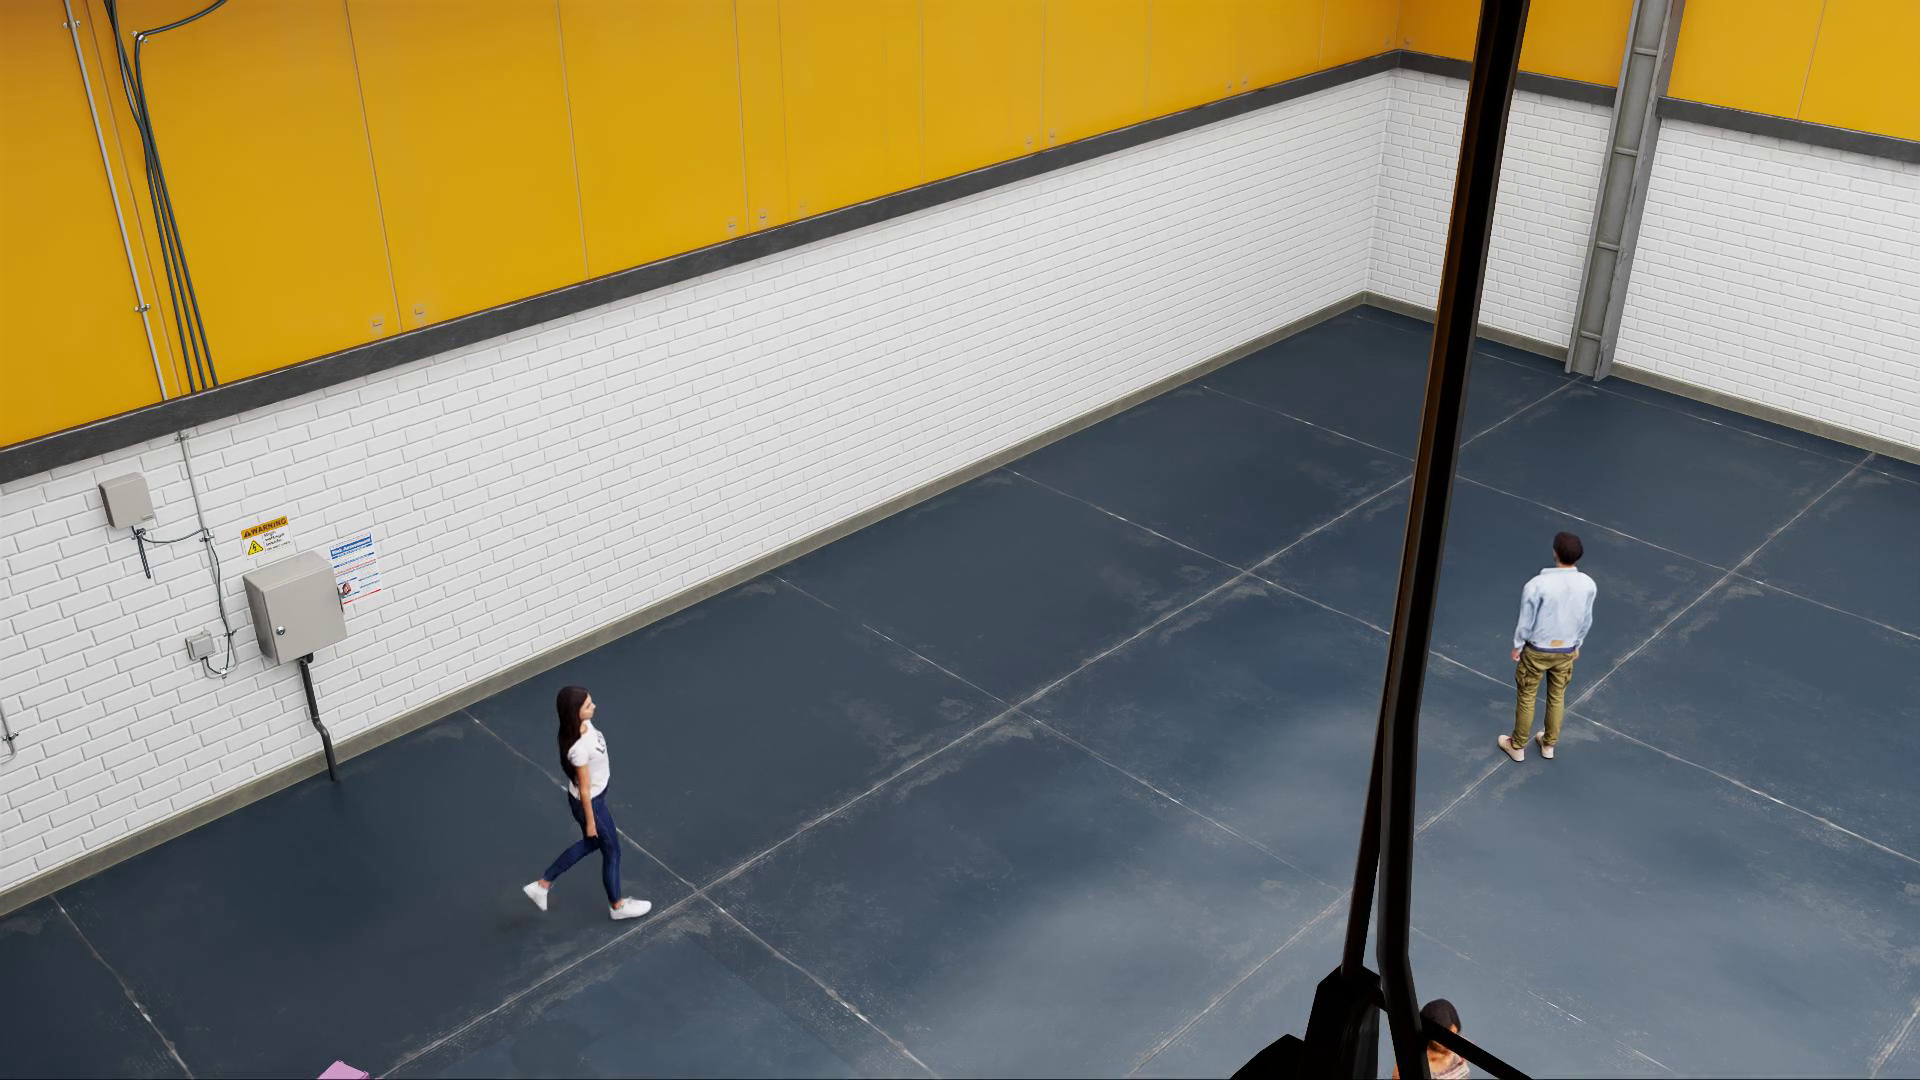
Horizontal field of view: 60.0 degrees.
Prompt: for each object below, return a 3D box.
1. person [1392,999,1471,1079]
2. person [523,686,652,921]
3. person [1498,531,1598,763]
[{"bbox_3d":[2.236,2.858,8.092,0.725,1.647,0.684,-11,30,-19],"label":"person"},{"bbox_3d":[-2.358,1.645,10.200,0.953,1.757,1.027,-8,30,-14],"label":"person"},{"bbox_3d":[4.166,0.759,11.769,0.761,1.811,0.793,-3,29,-5],"label":"person"}]
